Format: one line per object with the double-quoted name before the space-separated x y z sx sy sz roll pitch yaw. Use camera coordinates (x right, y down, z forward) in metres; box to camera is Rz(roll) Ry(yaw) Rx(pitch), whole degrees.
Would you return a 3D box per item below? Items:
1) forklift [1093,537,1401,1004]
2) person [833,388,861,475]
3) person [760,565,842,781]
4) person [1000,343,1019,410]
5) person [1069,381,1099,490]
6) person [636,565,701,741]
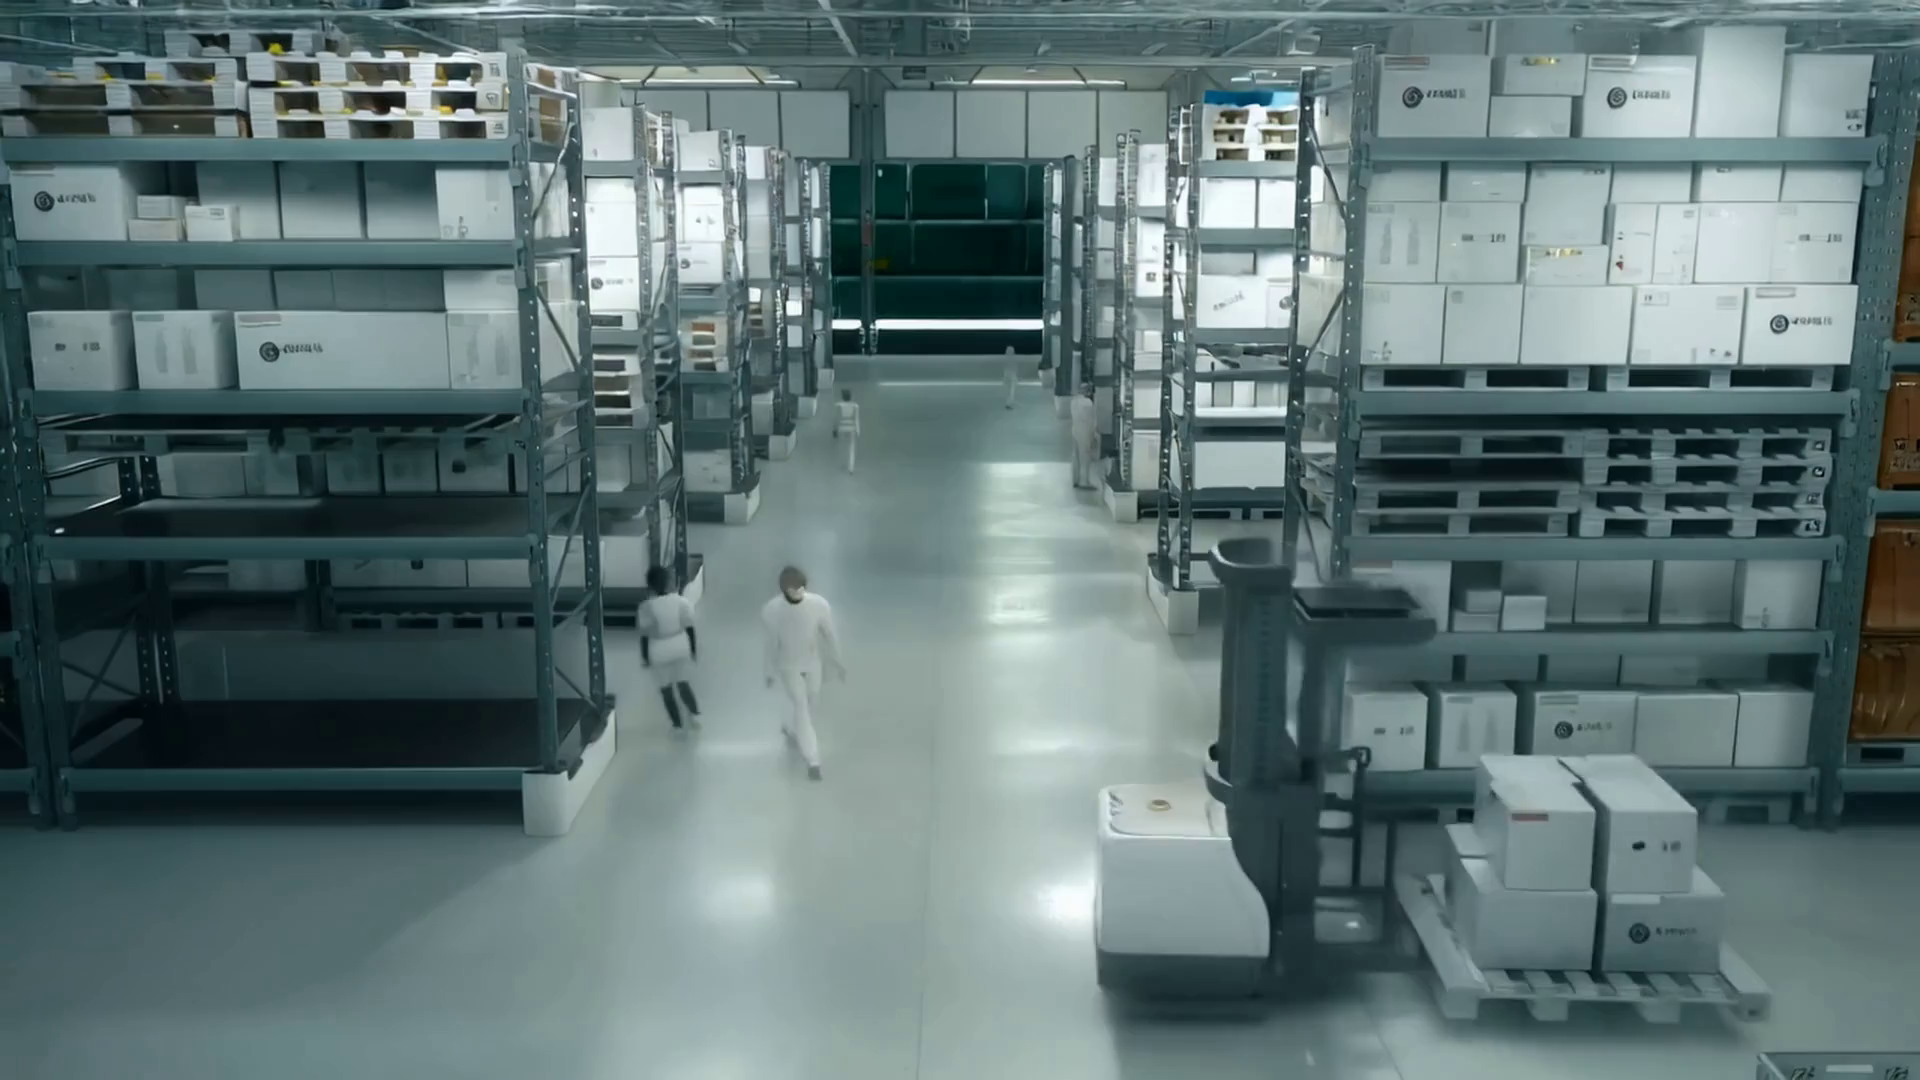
"forklift" 1.826 1.421 10.655 1.873 2.768 1.129 0 11 2
"person" -2.108 -2.036 30.970 0.547 1.590 0.849 -3 12 -14
"person" -1.443 1.101 14.738 0.693 1.892 0.981 -4 12 -20
"person" 1.251 -4.005 40.669 0.523 1.613 0.557 6 13 25
"person" 2.193 -1.839 29.255 0.407 1.902 0.638 -6 13 -29
"person" -2.692 1.068 15.407 0.537 1.668 0.465 -8 14 -34
